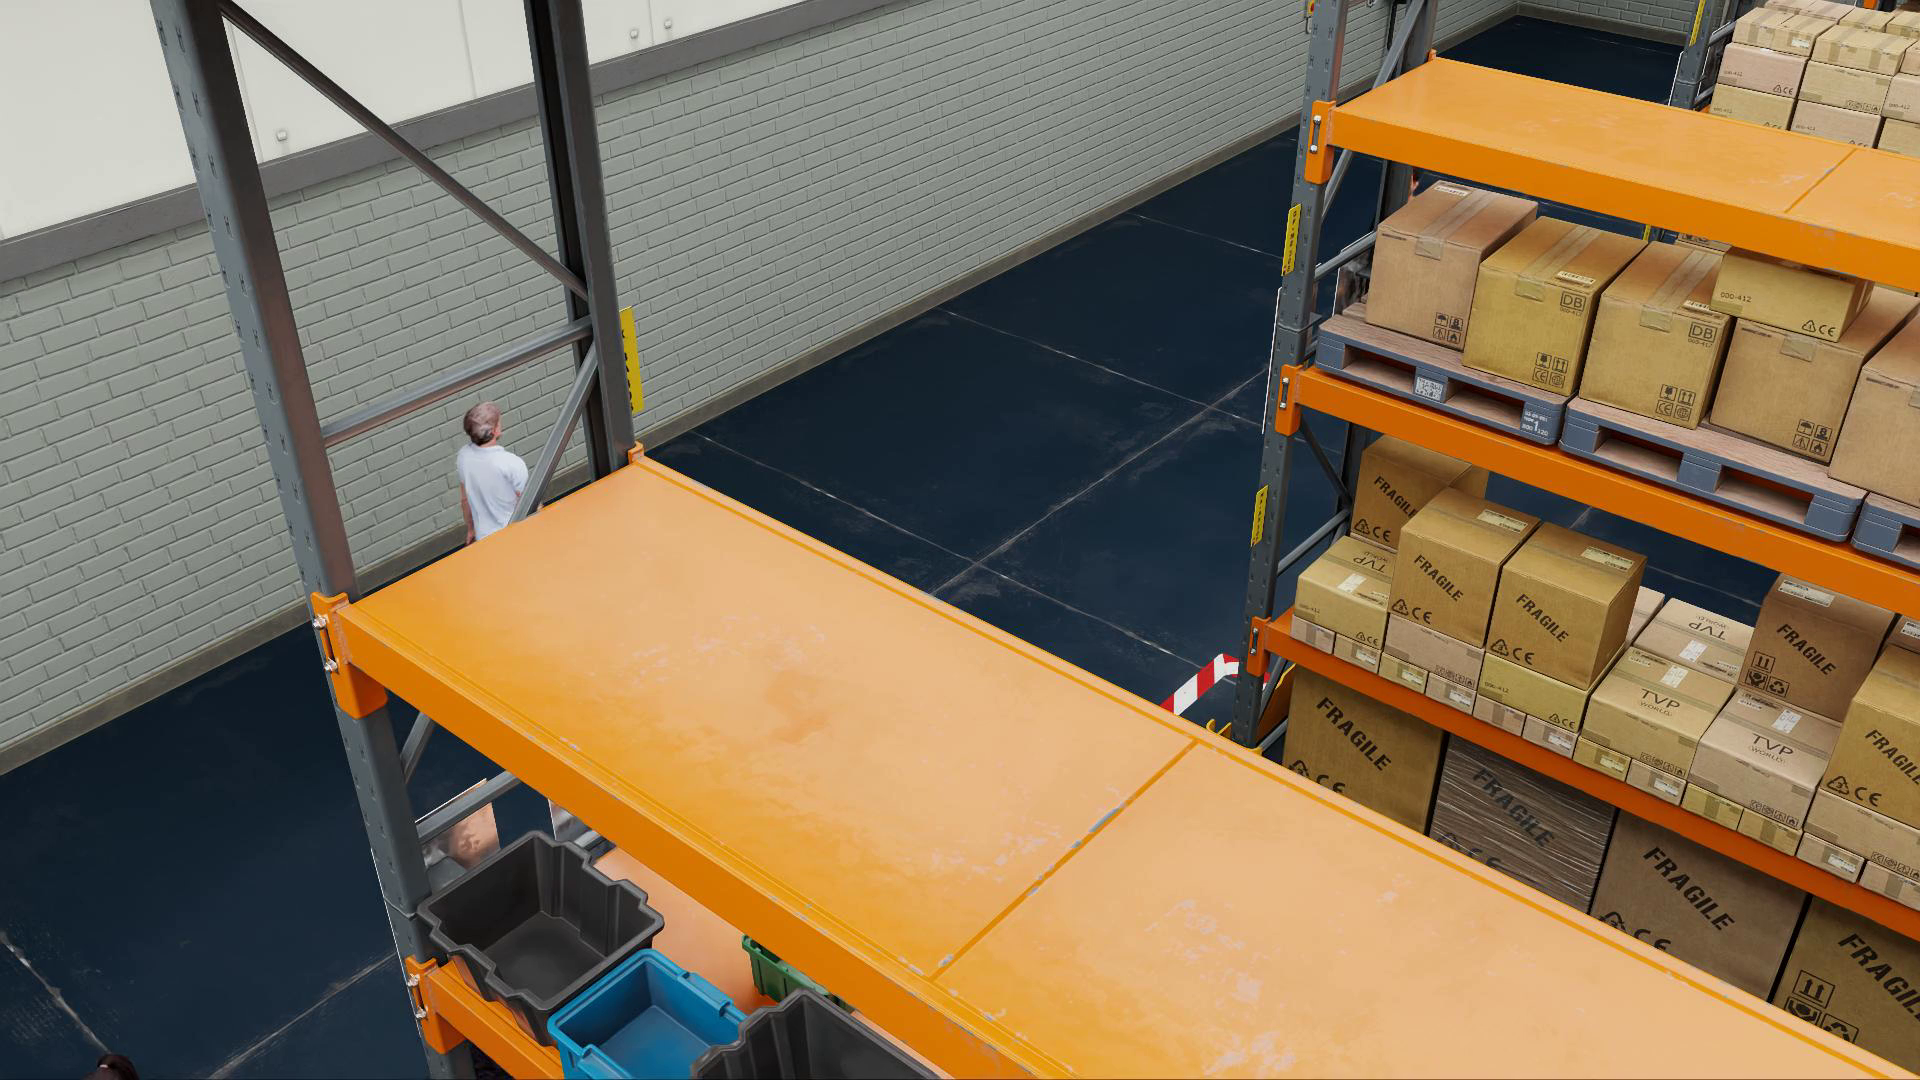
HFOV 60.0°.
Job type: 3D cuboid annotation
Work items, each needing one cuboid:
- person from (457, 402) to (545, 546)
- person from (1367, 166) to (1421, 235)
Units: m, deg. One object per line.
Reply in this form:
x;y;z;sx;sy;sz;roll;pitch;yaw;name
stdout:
-2.849;0.052;10.191;1.175;1.781;0.881;16;36;23;person
3.575;-2.201;13.631;1.183;1.808;0.888;18;37;25;person
